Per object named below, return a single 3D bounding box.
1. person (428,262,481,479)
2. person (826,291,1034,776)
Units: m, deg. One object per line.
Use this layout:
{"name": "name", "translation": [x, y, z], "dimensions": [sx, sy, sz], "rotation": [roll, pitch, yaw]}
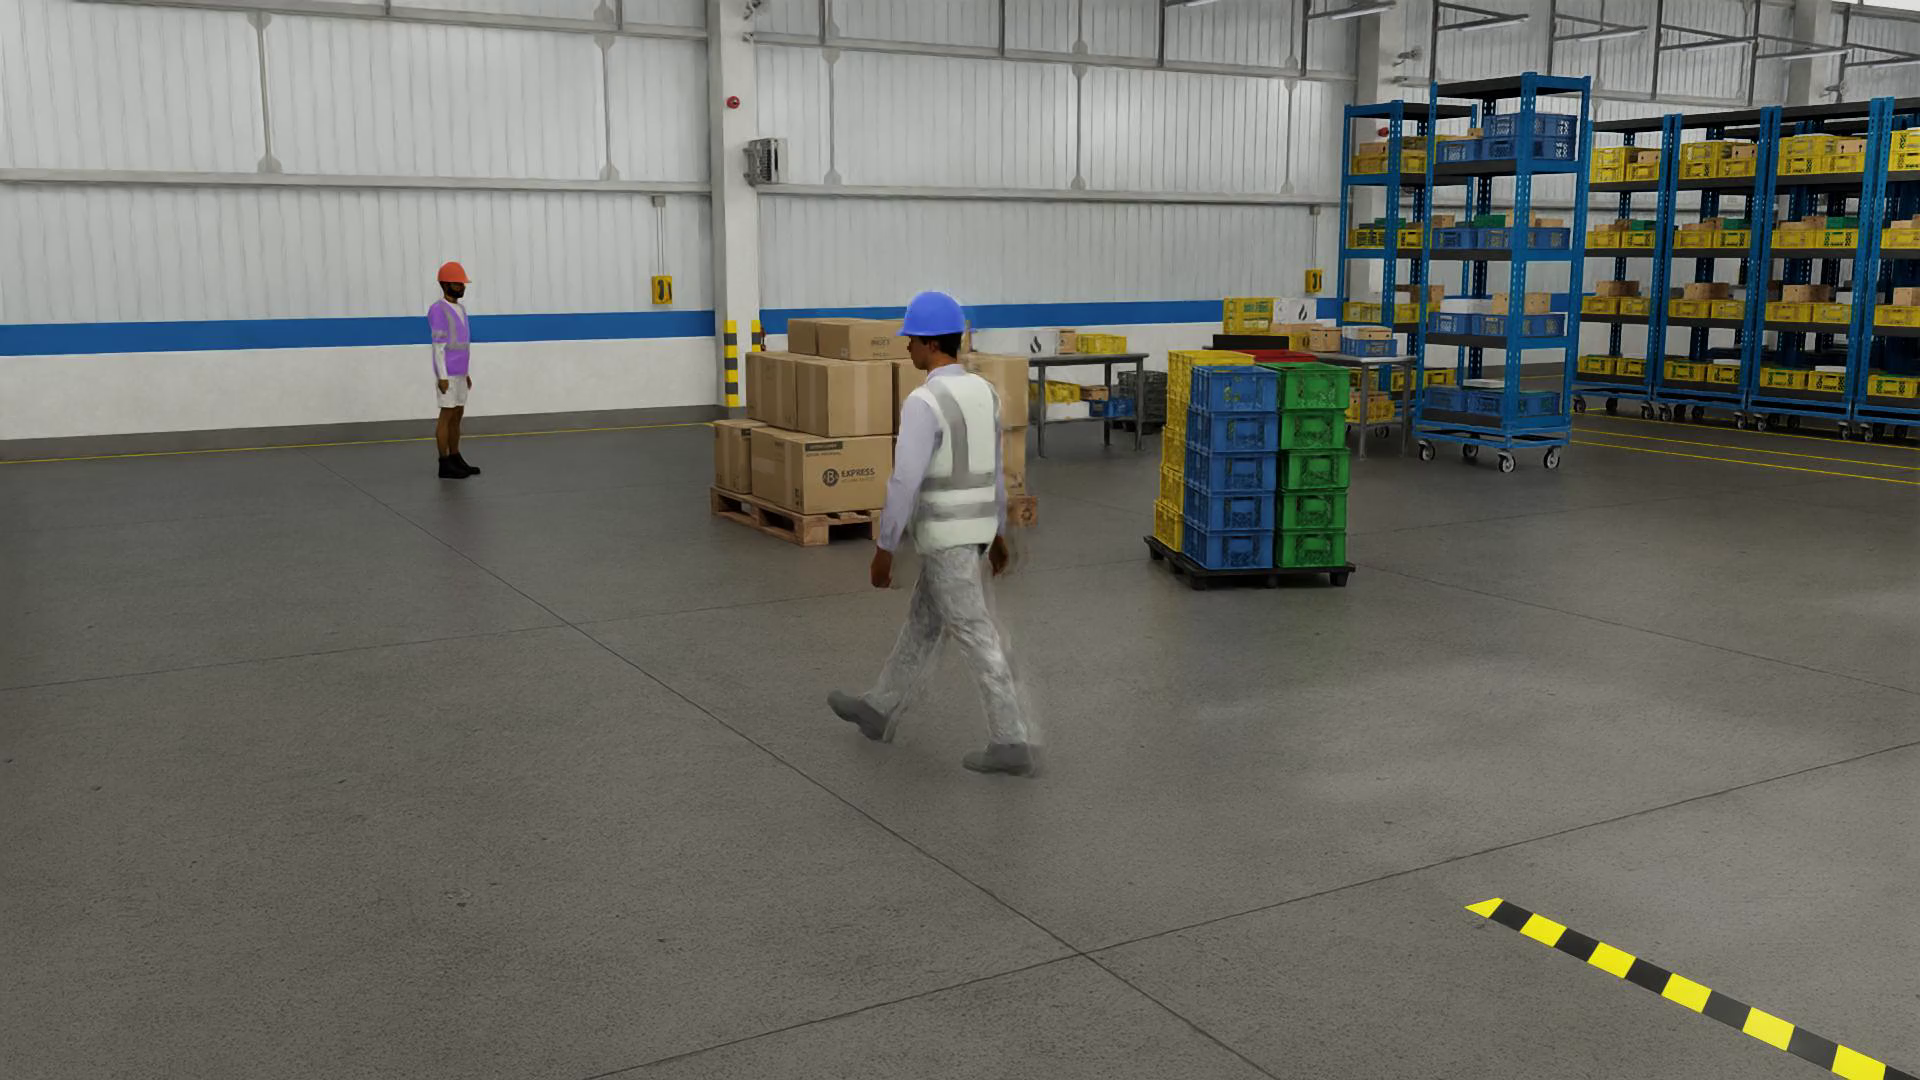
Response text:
{"name": "person", "translation": [-4.543, -1.525, 14.978], "dimensions": [0.379, 1.937, 0.548], "rotation": [1, 10, 8]}
{"name": "person", "translation": [-0.131, -0.030, 6.631], "dimensions": [1.050, 1.886, 0.640], "rotation": [5, 11, 24]}
